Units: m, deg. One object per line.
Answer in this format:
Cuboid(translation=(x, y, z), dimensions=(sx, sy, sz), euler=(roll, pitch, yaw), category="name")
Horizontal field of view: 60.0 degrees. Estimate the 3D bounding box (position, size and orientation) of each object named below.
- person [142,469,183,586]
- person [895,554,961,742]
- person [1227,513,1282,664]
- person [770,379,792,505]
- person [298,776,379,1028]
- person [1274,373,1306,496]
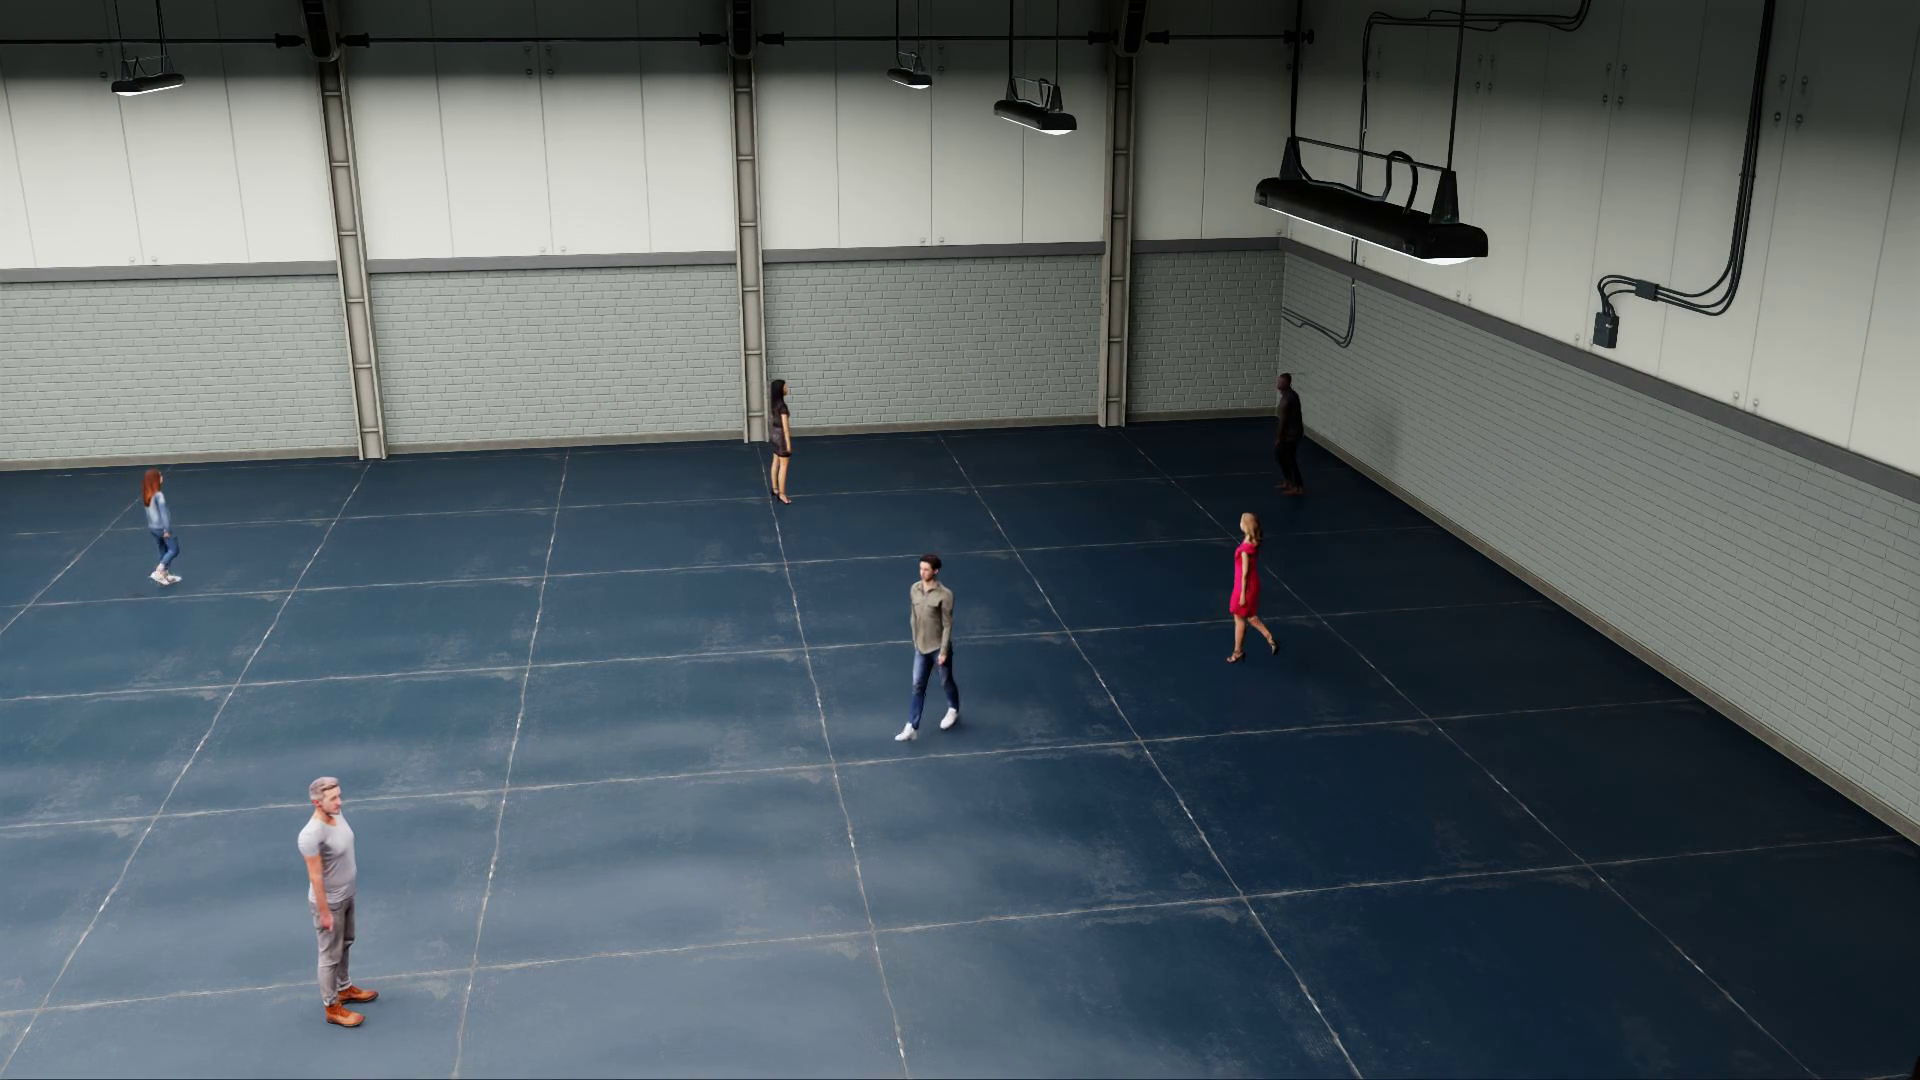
Cuboid(translation=(-9.792, -0.131, 20.227), dimensions=(0.734, 1.469, 0.794), euler=(12, 21, 32), category="person")
Cuboid(translation=(-0.188, 1.025, 16.113), dimensions=(1.183, 1.818, 1.245), euler=(13, 22, 34), category="person")
Cuboid(translation=(3.154, 0.534, 17.789), dimensions=(0.940, 1.714, 0.846), euler=(9, 20, 26), category="person")
Cuboid(translation=(-2.558, -1.407, 23.629), dimensions=(0.587, 1.789, 0.628), euler=(-9, 20, -26), category="person")
Cuboid(translation=(-4.390, 2.488, 11.607), dimensions=(0.605, 1.826, 0.726), euler=(0, 18, -1), category="person")
Cuboid(translation=(4.808, -1.504, 23.912), dimensions=(0.881, 1.798, 0.853), euler=(8, 20, 24), category="person")
